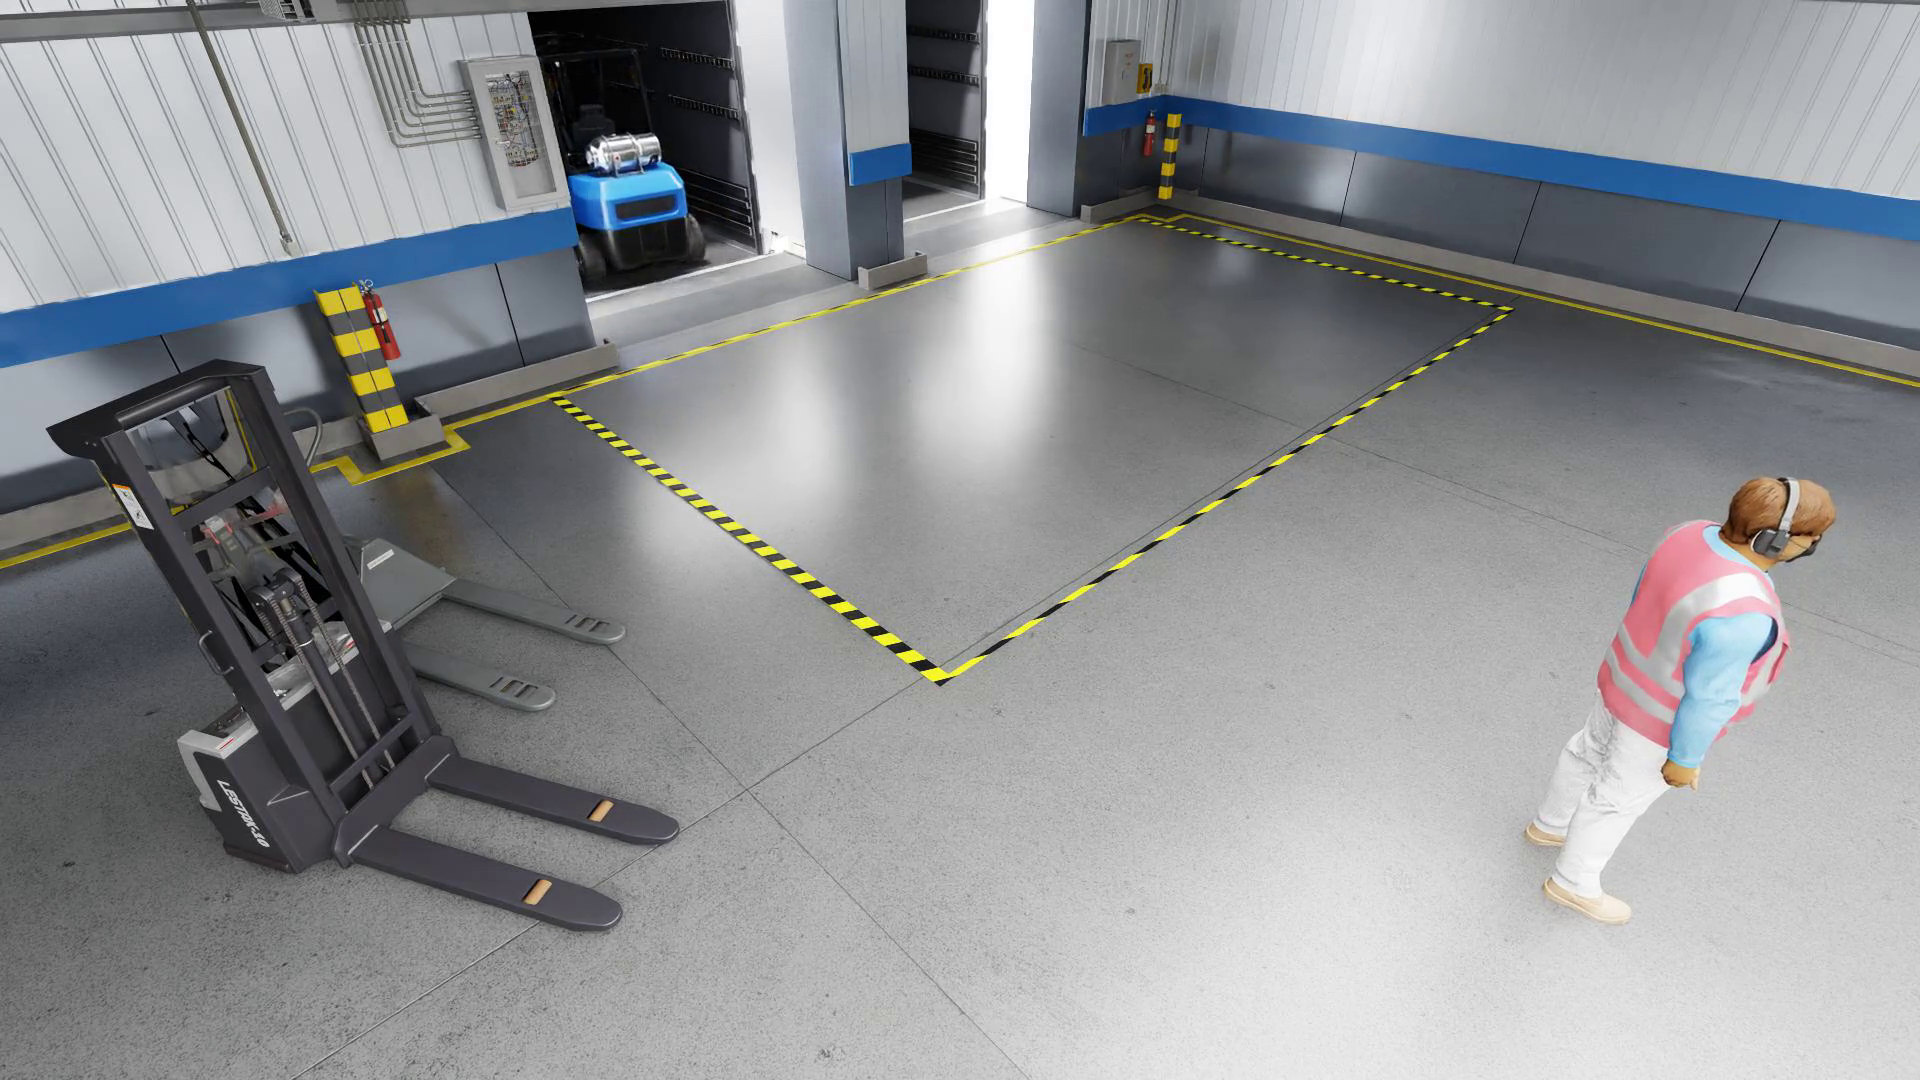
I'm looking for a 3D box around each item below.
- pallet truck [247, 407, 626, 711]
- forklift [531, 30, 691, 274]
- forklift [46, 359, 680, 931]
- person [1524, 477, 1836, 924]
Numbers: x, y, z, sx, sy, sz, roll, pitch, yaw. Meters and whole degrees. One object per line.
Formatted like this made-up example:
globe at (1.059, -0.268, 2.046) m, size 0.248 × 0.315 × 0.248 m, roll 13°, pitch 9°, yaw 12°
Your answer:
pallet truck at (-2.628, 0.038, 4.590) m, size 1.601 × 1.201 × 0.680 m, roll 12°, pitch 36°, yaw 18°
forklift at (-4.039, -4.246, 9.893) m, size 1.157 × 2.036 × 2.680 m, roll -26°, pitch 42°, yaw -33°
forklift at (-2.135, 0.422, 3.354) m, size 1.885 × 1.965 × 0.823 m, roll 10°, pitch 35°, yaw 14°
person at (2.491, 0.587, 3.249) m, size 0.431 × 1.845 × 0.622 m, roll 11°, pitch 36°, yaw 15°
